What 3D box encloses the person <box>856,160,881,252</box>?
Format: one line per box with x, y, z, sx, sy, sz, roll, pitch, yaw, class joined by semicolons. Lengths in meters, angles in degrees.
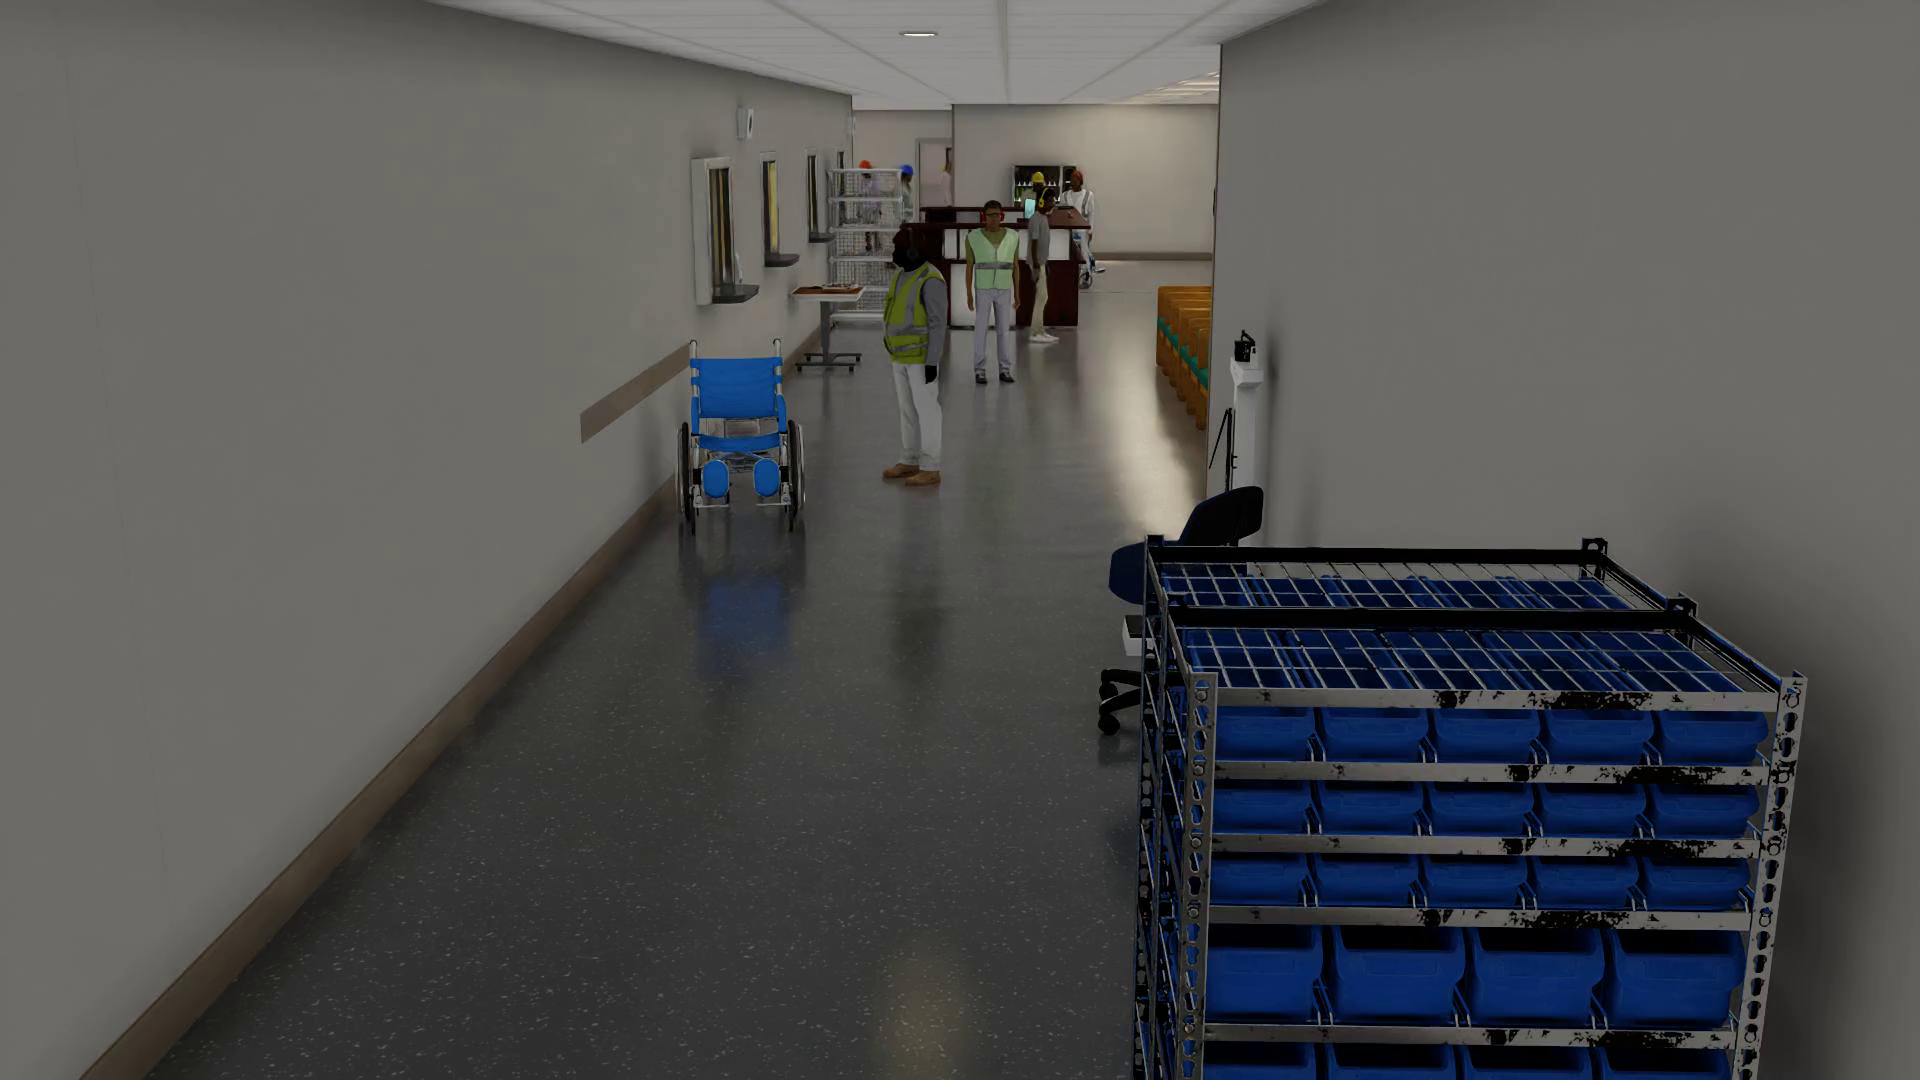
-1.892;-6.795;34.048;0.585;1.920;0.408;8;16;30;person

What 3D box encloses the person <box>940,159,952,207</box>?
-0.220;-7.432;36.687;0.406;1.901;0.654;2;14;6;person

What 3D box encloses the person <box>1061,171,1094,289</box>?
1.890;-4.999;26.863;0.580;1.879;0.349;7;16;27;person

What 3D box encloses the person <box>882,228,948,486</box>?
-0.335;-1.311;11.968;0.430;1.840;0.625;-7;16;-28;person

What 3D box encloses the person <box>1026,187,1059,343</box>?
0.992;-3.302;20.025;0.379;1.855;0.538;3;14;11;person

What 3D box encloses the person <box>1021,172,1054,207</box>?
1.330;-5.443;28.778;0.601;1.824;0.403;2;14;8;person

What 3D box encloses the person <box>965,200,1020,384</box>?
0.324;-2.506;16.822;0.560;1.839;0.394;-4;14;-14;person
